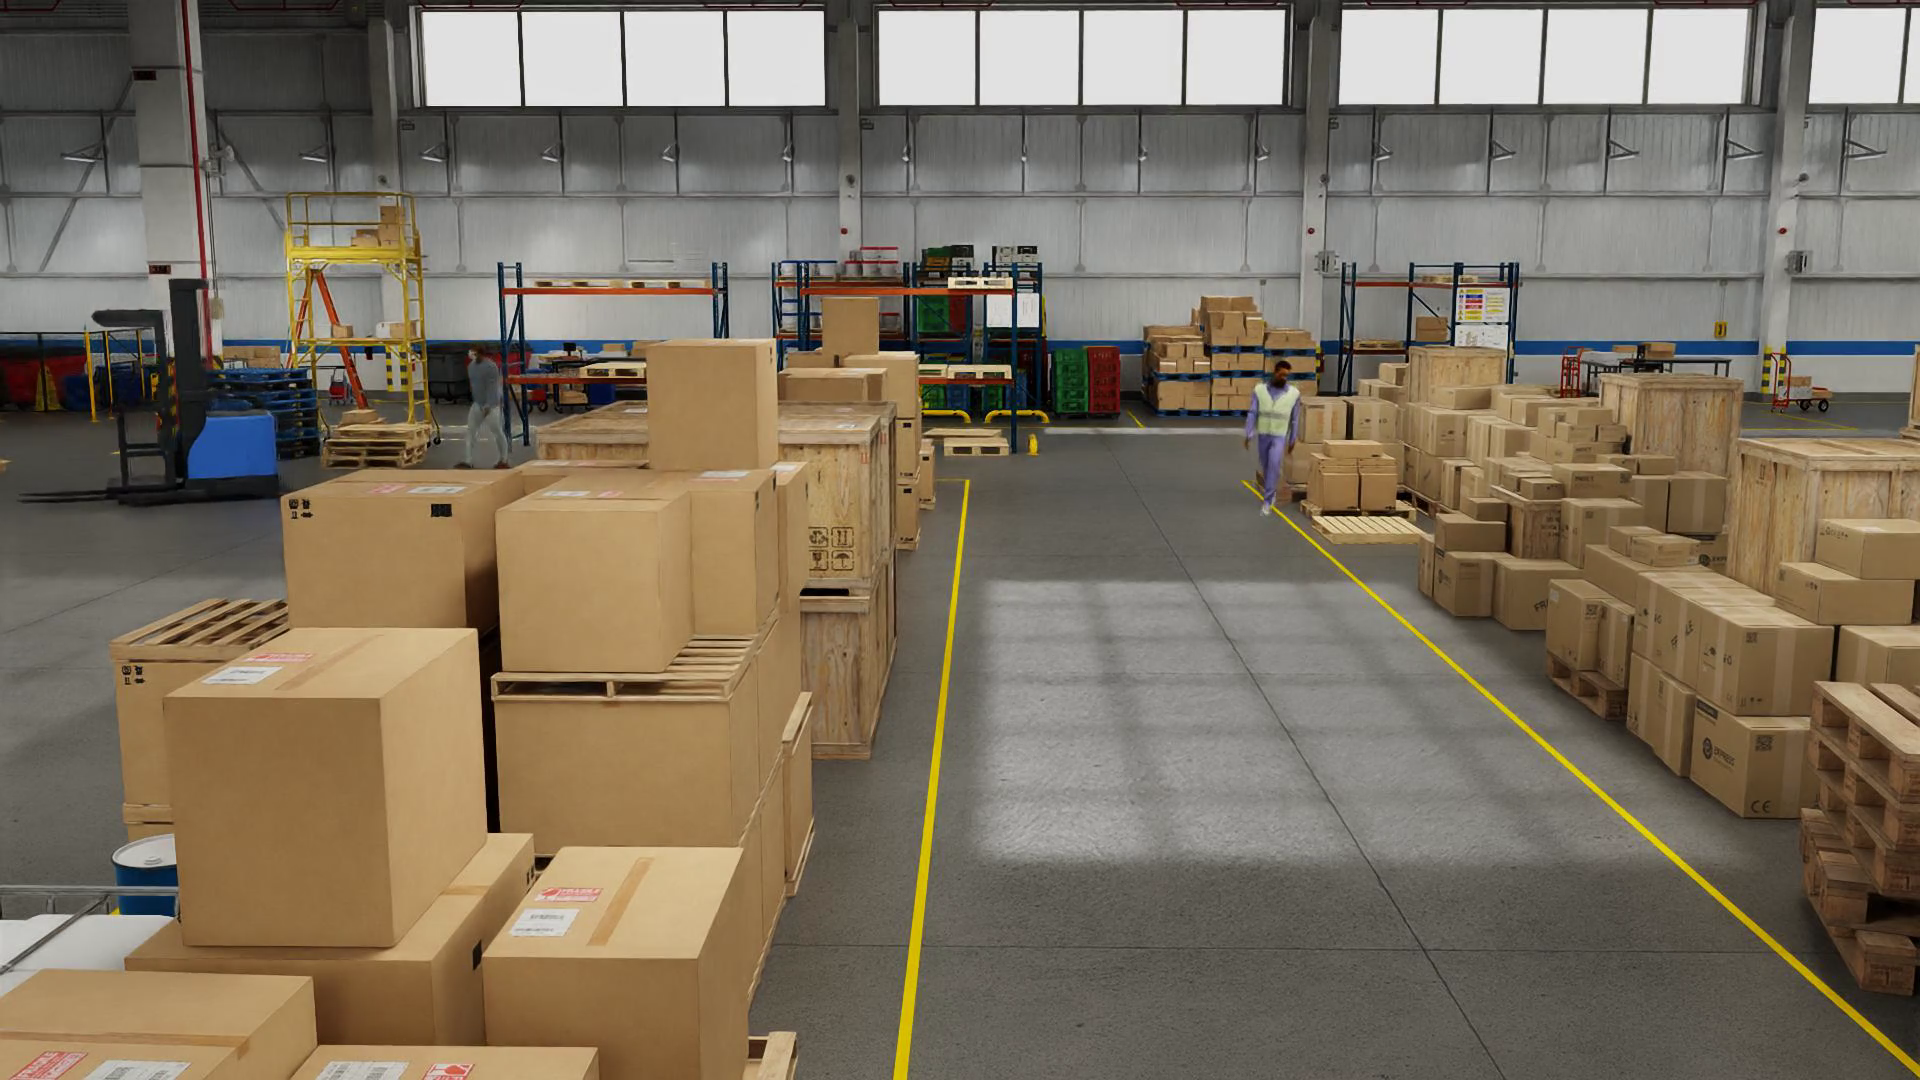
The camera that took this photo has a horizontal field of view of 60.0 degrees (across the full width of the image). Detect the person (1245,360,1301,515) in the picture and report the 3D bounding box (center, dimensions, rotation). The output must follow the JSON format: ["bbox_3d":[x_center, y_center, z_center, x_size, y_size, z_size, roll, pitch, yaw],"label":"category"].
[{"bbox_3d":[3.844,-1.280,20.361,0.613,1.859,0.995,3,10,20],"label":"person"}]

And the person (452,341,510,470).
[{"bbox_3d":[-6.959,-1.920,24.094,0.648,1.891,0.993,5,11,29],"label":"person"}]

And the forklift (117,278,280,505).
[{"bbox_3d":[-9.811,-1.938,21.241,1.873,2.768,1.129,-4,10,-25],"label":"forklift"}]
